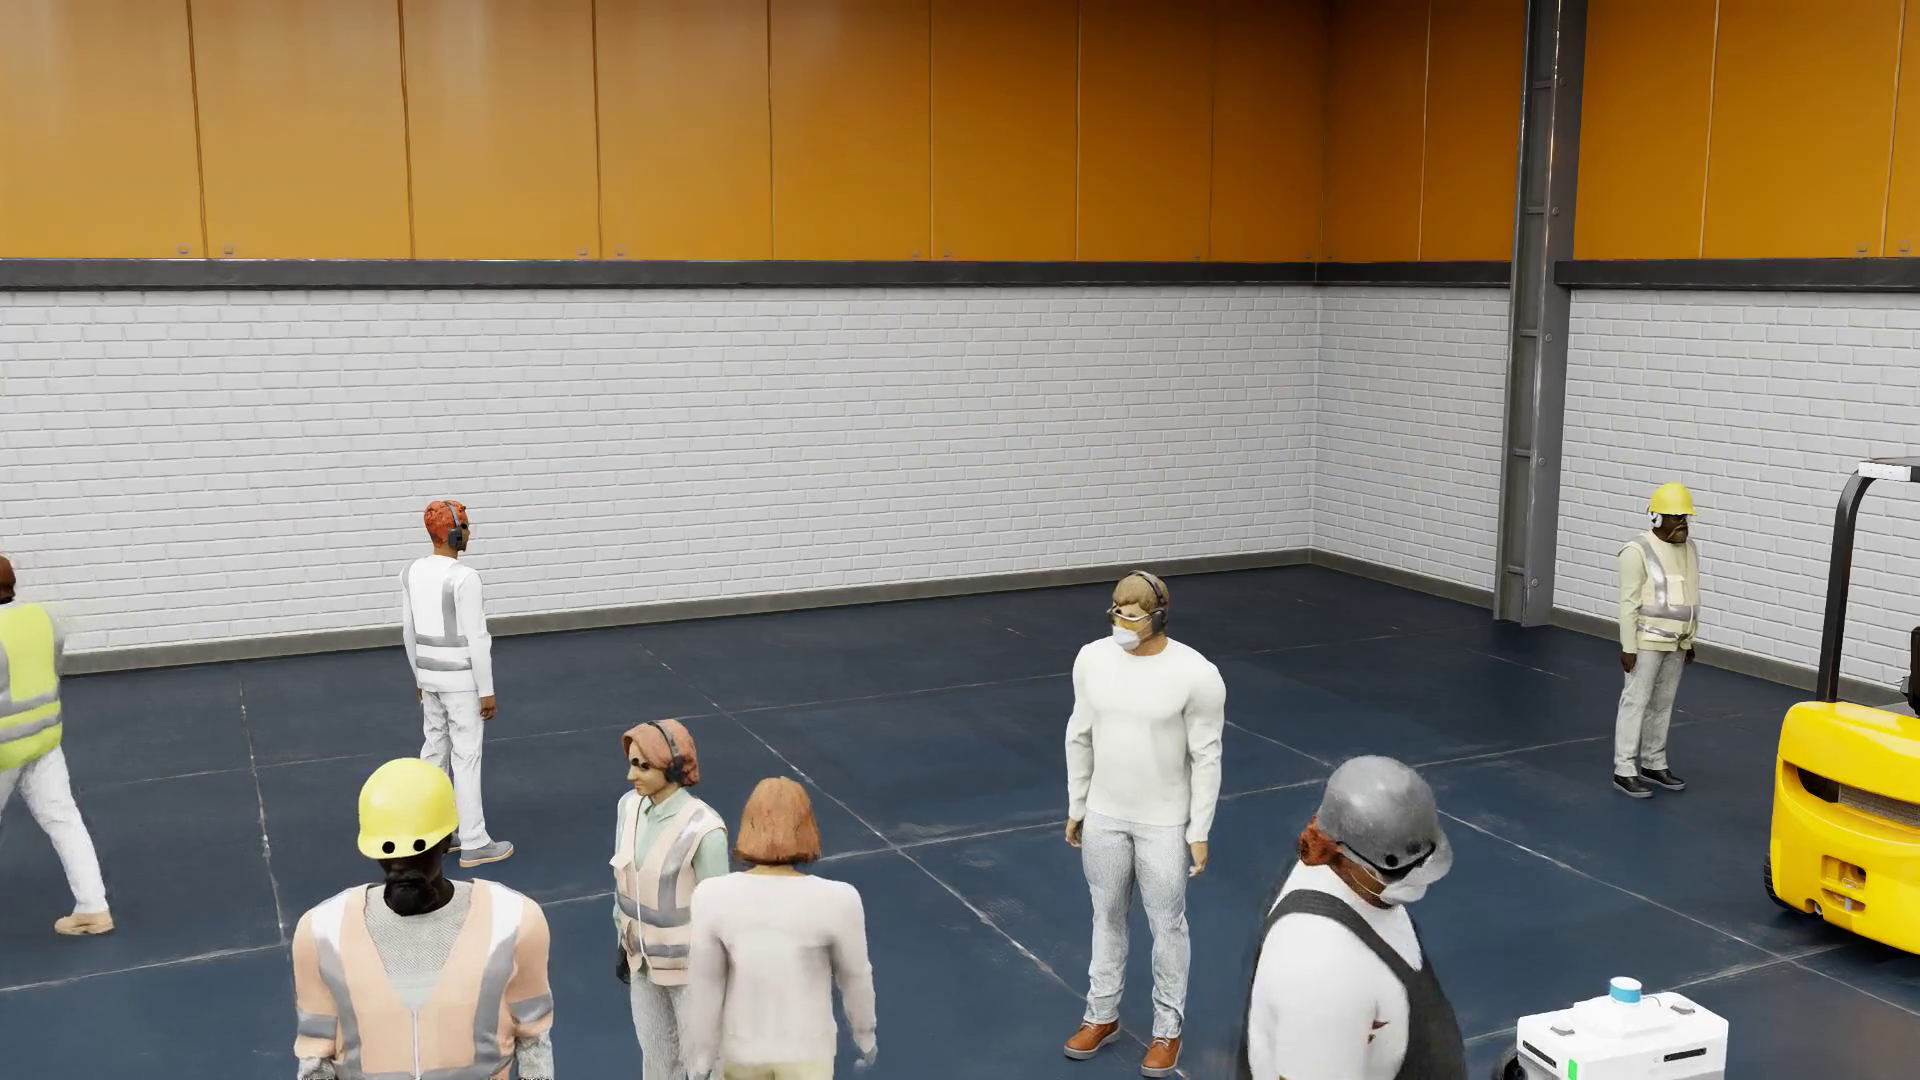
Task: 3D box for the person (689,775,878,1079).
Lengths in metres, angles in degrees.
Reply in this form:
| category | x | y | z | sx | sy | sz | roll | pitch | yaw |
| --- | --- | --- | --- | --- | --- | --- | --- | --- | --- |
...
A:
| category | x | y | z | sx | sy | sz | roll | pitch | yaw |
| --- | --- | --- | --- | --- | --- | --- | --- | --- | --- |
| person | -0.495 | 1.460 | 4.877 | 0.511 | 1.606 | 0.759 | 2 | 9 | 9 |

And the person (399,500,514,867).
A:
| category | x | y | z | sx | sy | sz | roll | pitch | yaw |
| --- | --- | --- | --- | --- | --- | --- | --- | --- | --- |
| person | -2.595 | 0.731 | 8.523 | 0.573 | 1.883 | 0.355 | 6 | 11 | 33 |

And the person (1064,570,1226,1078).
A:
| category | x | y | z | sx | sy | sz | roll | pitch | yaw |
| --- | --- | --- | --- | --- | --- | --- | --- | --- | --- |
| person | 0.681 | 1.061 | 6.319 | 0.627 | 1.935 | 0.371 | 5 | 11 | 30 |

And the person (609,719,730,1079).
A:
| category | x | y | z | sx | sy | sz | roll | pitch | yaw |
| --- | --- | --- | --- | --- | --- | --- | --- | --- | --- |
| person | -0.924 | 1.368 | 5.332 | 0.523 | 1.636 | 0.310 | 8 | 12 | 41 |

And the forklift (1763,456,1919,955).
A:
| category | x | y | z | sx | sy | sz | roll | pitch | yaw |
| --- | --- | --- | --- | --- | --- | --- | --- | --- | --- |
| forklift | 4.857 | 0.731 | 7.561 | 2.313 | 2.155 | 1.214 | -4 | 10 | -25 |

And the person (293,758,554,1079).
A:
| category | x | y | z | sx | sy | sz | roll | pitch | yaw |
| --- | --- | --- | --- | --- | --- | --- | --- | --- | --- |
| person | -1.259 | 1.444 | 3.960 | 0.589 | 1.927 | 0.388 | -2 | 9 | -11 |

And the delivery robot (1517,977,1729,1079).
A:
| category | x | y | z | sx | sy | sz | roll | pitch | yaw |
| --- | --- | --- | --- | --- | --- | --- | --- | --- | --- |
| delivery robot | 2.325 | 1.779 | 5.835 | 0.707 | 0.478 | 0.477 | -3 | 10 | -19 |

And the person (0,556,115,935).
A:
| category | x | y | z | sx | sy | sz | roll | pitch | yaw |
| --- | --- | --- | --- | --- | --- | --- | --- | --- | --- |
| person | -4.332 | 0.935 | 7.560 | 0.975 | 1.790 | 0.651 | 2 | 9 | 15 |

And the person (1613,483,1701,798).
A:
| category | x | y | z | sx | sy | sz | roll | pitch | yaw |
| --- | --- | --- | --- | --- | --- | --- | --- | --- | --- |
| person | 4.068 | 0.572 | 9.662 | 0.597 | 1.831 | 0.403 | -5 | 11 | -29 |
